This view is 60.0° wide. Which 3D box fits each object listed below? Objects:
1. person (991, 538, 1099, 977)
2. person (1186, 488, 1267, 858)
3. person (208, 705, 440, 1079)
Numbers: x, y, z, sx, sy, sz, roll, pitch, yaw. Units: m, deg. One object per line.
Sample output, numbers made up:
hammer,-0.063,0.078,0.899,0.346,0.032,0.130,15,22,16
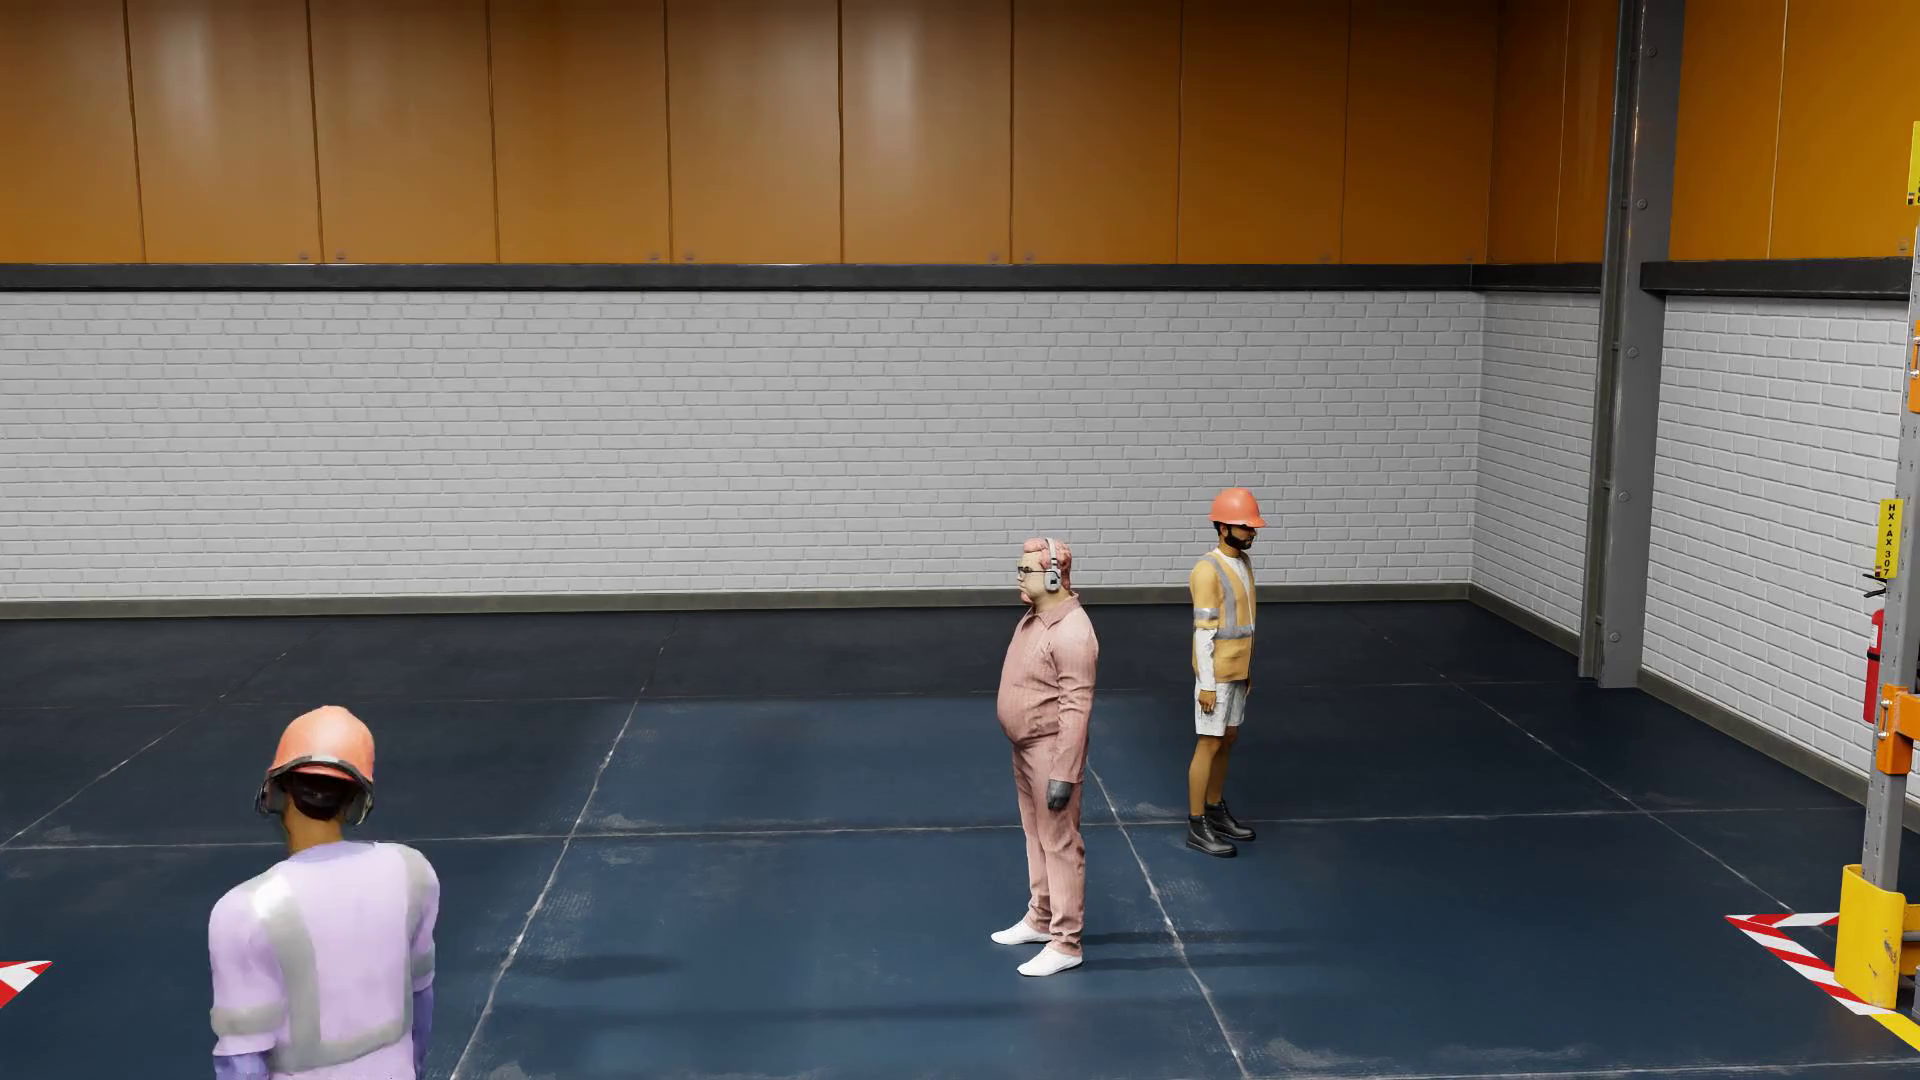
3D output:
person,0.362,0.933,7.279,0.409,1.909,0.642,-2,9,-15
person,1.416,0.683,8.754,0.374,1.935,0.552,5,11,31
person,-1.520,1.409,4.019,0.537,1.992,0.664,6,11,32
